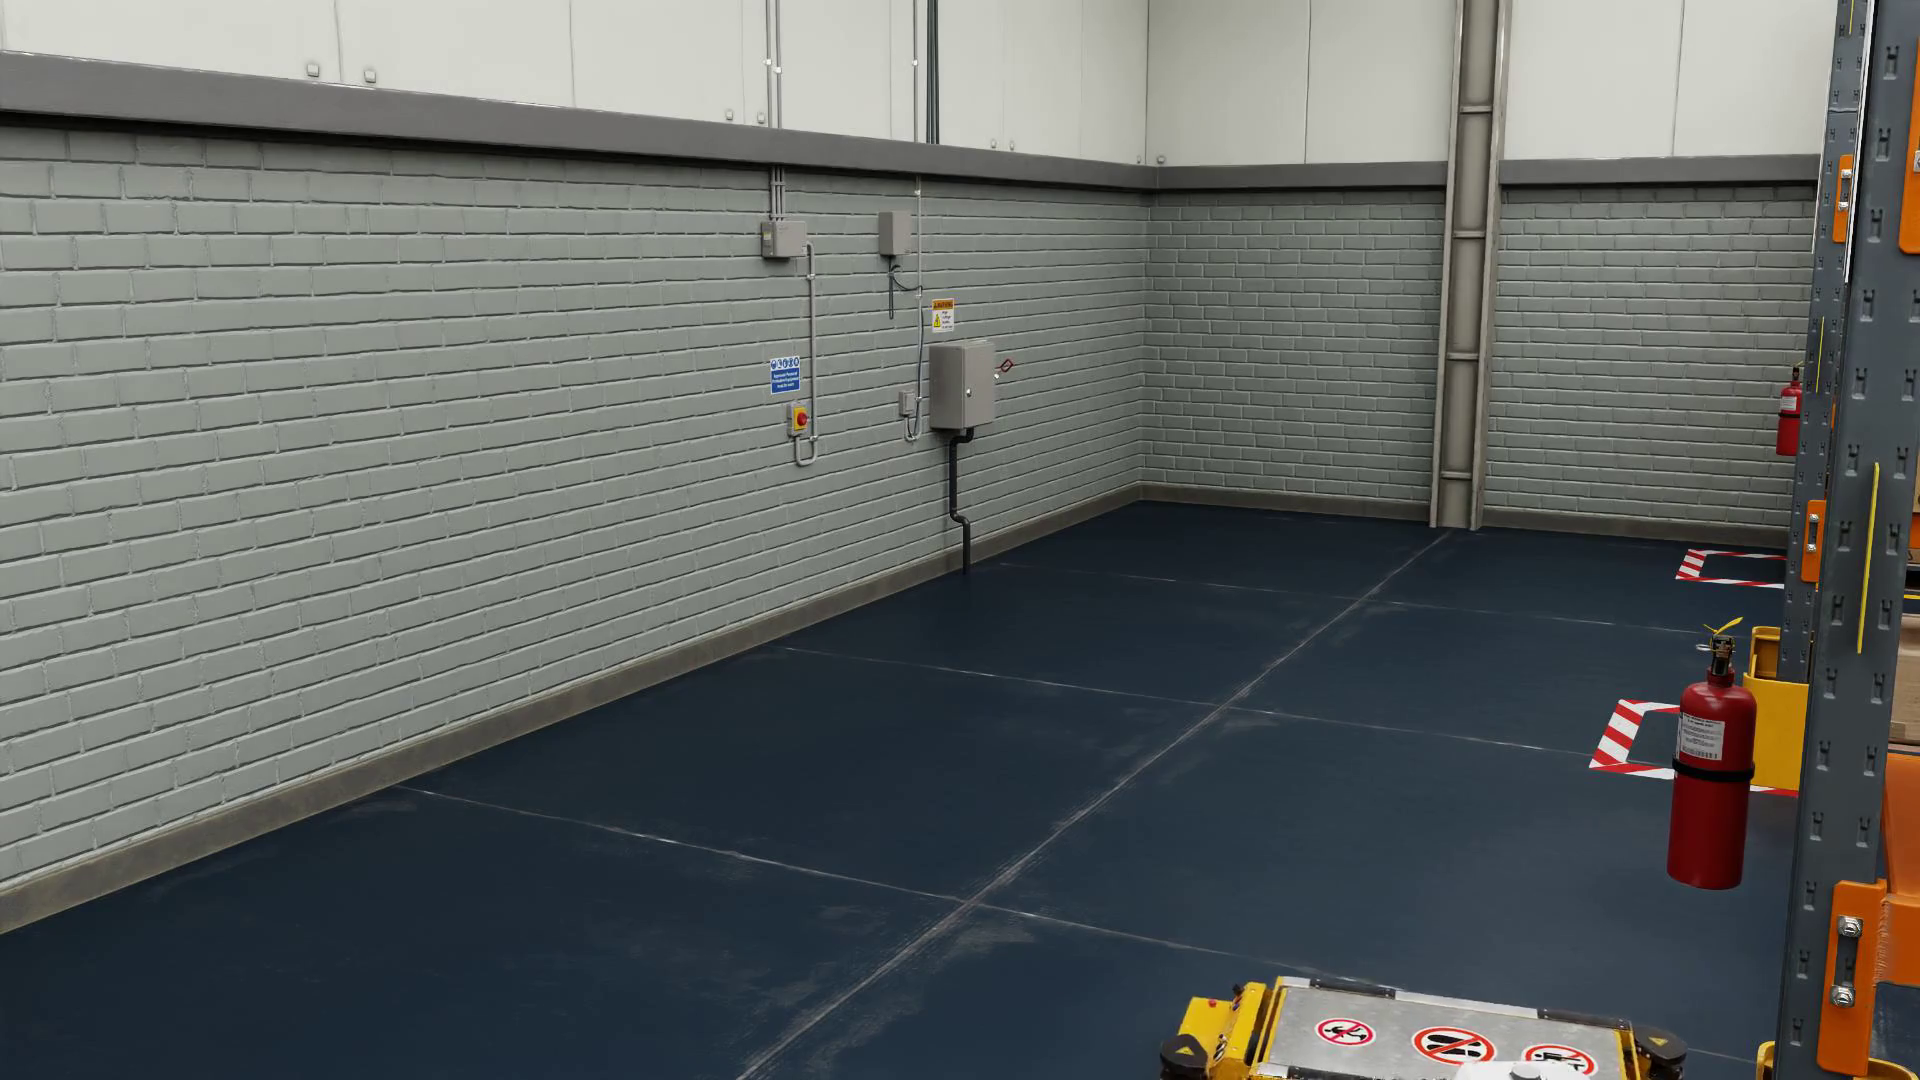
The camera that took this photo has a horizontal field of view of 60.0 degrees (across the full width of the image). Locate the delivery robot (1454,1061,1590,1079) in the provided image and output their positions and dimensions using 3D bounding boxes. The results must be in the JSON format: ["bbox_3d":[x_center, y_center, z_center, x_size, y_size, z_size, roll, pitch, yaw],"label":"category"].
[{"bbox_3d":[1.417,1.490,3.917,0.477,0.478,0.707,0,10,-1],"label":"delivery robot"}]

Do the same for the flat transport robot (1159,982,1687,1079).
[{"bbox_3d":[1.321,1.526,4.753,1.431,0.197,0.652,3,11,17],"label":"flat transport robot"}]
